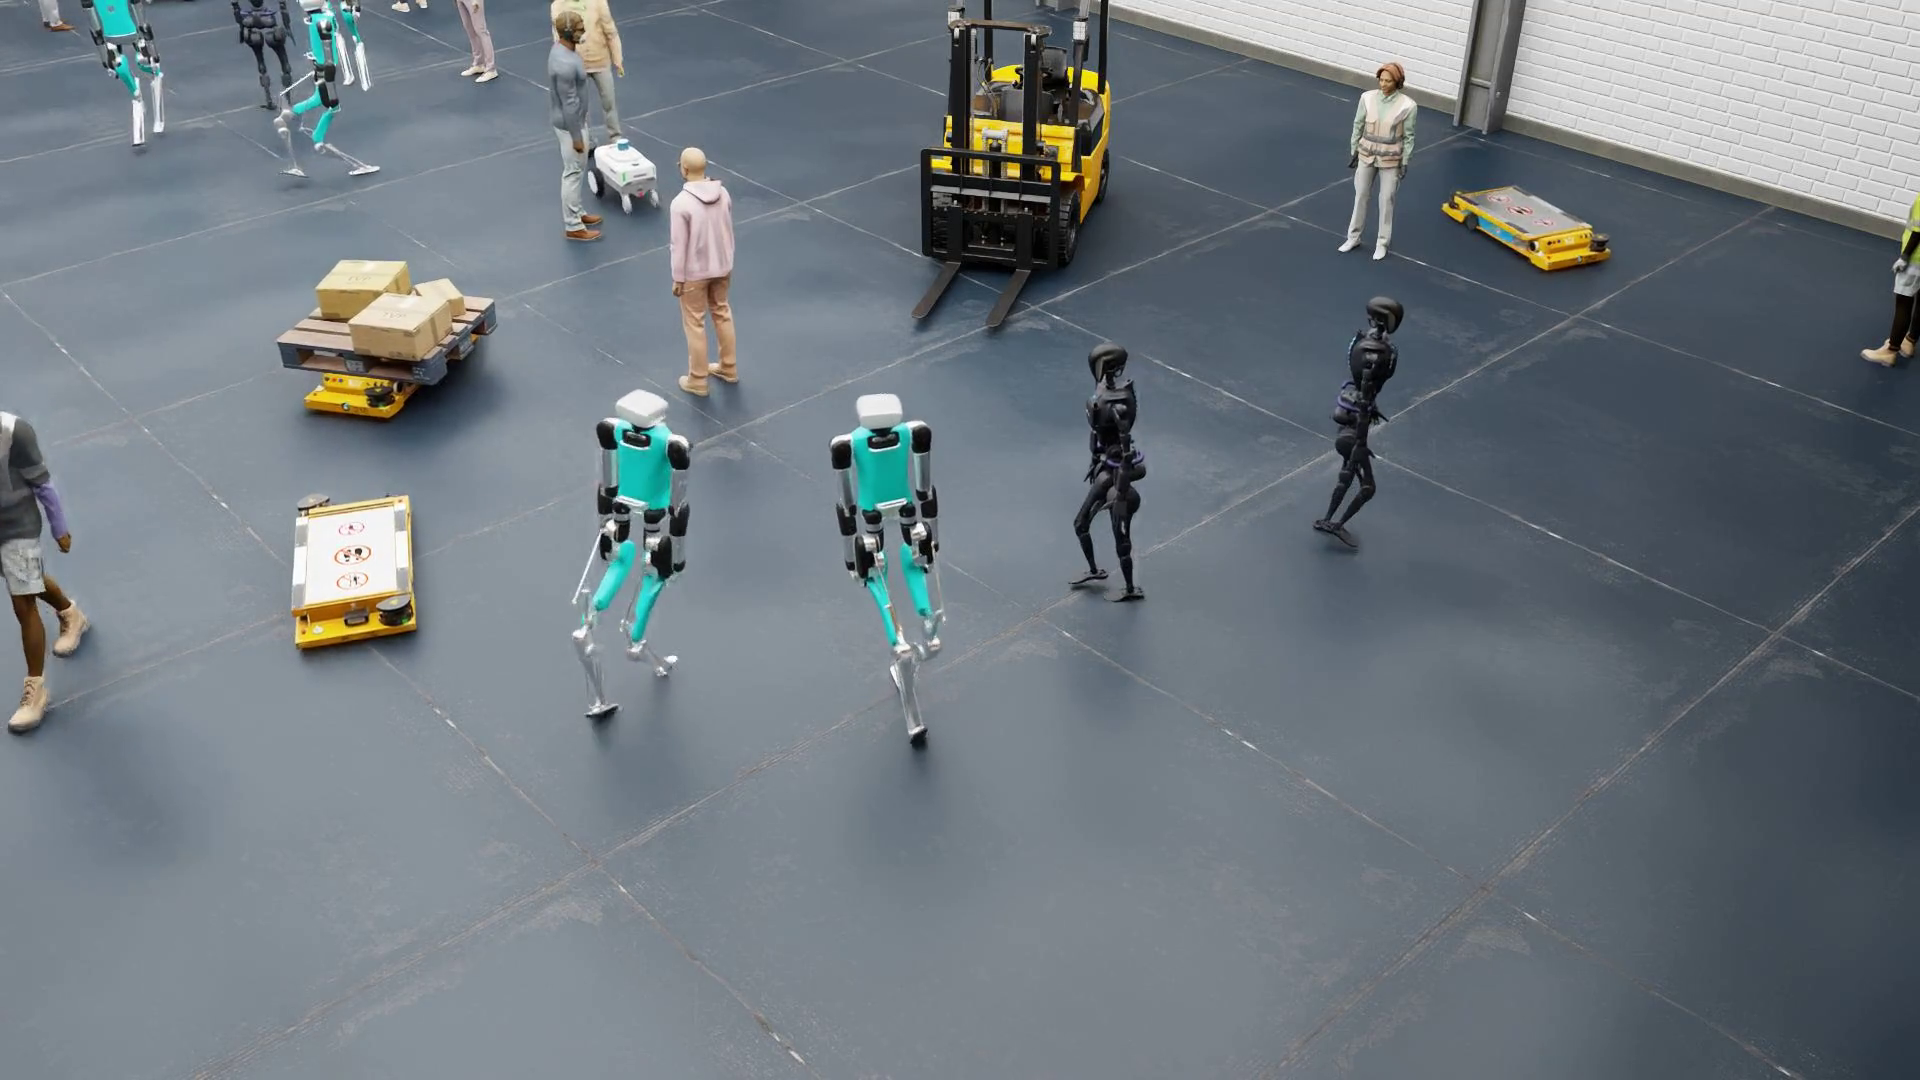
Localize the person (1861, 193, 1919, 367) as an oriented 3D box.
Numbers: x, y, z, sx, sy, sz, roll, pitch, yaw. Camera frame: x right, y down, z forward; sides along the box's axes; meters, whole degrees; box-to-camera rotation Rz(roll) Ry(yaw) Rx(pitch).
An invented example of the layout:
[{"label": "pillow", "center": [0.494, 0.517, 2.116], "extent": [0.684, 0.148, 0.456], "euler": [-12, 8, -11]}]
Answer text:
[{"label": "person", "center": [6.975, -2.072, 12.045], "extent": [0.531, 1.697, 0.322], "euler": [-17, 37, -25]}]

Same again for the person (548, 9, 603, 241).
[{"label": "person", "center": [-3.250, -3.499, 14.042], "extent": [0.389, 1.927, 0.642], "euler": [-5, 33, -8]}]

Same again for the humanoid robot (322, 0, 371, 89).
[{"label": "humanoid robot", "center": [-6.541, -5.641, 17.526], "extent": [0.537, 1.822, 0.694], "euler": [-4, 33, -6]}]

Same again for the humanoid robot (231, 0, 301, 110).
[{"label": "humanoid robot", "center": [-7.085, -5.216, 16.902], "extent": [0.590, 1.635, 0.347], "euler": [0, 33, 0]}]

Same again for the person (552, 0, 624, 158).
[{"label": "person", "center": [-3.460, -4.468, 15.598], "extent": [0.637, 1.854, 0.388], "euler": [-6, 34, -9]}]

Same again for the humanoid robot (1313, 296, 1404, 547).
[{"label": "humanoid robot", "center": [2.393, -0.730, 10.010], "extent": [0.356, 1.645, 0.599], "euler": [11, 34, 16]}]

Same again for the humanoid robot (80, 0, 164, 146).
[{"label": "humanoid robot", "center": [-7.977, -4.674, 16.010], "extent": [0.548, 1.750, 0.948], "euler": [-8, 34, -12]}]

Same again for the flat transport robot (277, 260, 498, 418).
[{"label": "flat transport robot", "center": [-4.147, -1.333, 12.222], "extent": [0.659, 0.231, 1.431], "euler": [7, 34, 11]}]

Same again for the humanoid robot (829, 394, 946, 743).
[{"label": "humanoid robot", "center": [-0.292, 0.221, 8.560], "extent": [0.552, 1.856, 0.851], "euler": [-10, 34, -15]}]

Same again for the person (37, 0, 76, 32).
[{"label": "person", "center": [-10.694, -6.747, 19.273], "extent": [0.313, 1.648, 0.491], "euler": [-27, 41, -35]}]

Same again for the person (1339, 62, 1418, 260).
[{"label": "person", "center": [3.460, -3.125, 13.717], "extent": [0.521, 1.638, 0.308], "euler": [20, 38, 28]}]

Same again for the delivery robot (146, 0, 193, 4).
[{"label": "delivery robot", "center": [-9.854, -6.986, 20.641], "extent": [0.759, 0.587, 0.508], "euler": [-11, 35, -16]}]

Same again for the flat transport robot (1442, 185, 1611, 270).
[{"label": "flat transport robot", "center": [4.872, -2.713, 14.343], "extent": [0.659, 0.231, 1.431], "euler": [-13, 35, -19]}]

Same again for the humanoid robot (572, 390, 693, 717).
[{"label": "humanoid robot", "center": [-1.800, 0.179, 8.592], "extent": [0.552, 1.761, 0.975], "euler": [18, 37, 26]}]

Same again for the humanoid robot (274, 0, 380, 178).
[{"label": "humanoid robot", "center": [-5.959, -4.034, 15.077], "extent": [1.036, 1.775, 0.541], "euler": [-15, 36, -22]}]

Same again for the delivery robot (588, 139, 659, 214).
[{"label": "delivery robot", "center": [-3.022, -3.317, 15.019], "extent": [0.499, 0.606, 0.808], "euler": [-19, 37, -26]}]

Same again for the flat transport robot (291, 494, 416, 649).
[{"label": "flat transport robot", "center": [-3.625, 0.137, 9.963], "extent": [0.659, 0.231, 1.431], "euler": [-9, 34, -14]}]

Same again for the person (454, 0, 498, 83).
[{"label": "person", "center": [-5.260, -5.779, 17.691], "extent": [0.330, 1.761, 0.519], "euler": [-27, 42, -35]}]

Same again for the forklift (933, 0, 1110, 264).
[{"label": "forklift", "center": [0.570, -3.725, 14.138], "extent": [1.214, 2.155, 2.313], "euler": [9, 34, 13]}]

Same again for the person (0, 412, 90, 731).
[{"label": "person", "center": [-5.025, -0.071, 8.713], "extent": [0.608, 1.988, 1.026], "euler": [3, 33, 5]}]

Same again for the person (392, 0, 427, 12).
[{"label": "person", "center": [-6.741, -7.299, 19.932], "extent": [0.803, 1.860, 0.419], "euler": [-26, 41, -34]}]

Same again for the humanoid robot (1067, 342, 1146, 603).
[{"label": "humanoid robot", "center": [0.854, -0.355, 9.434], "extent": [0.507, 1.645, 0.609], "euler": [-7, 34, -11]}]

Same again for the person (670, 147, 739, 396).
[{"label": "person", "center": [-1.779, -1.875, 11.676], "extent": [0.404, 1.771, 0.541], "euler": [26, 41, 34]}]
